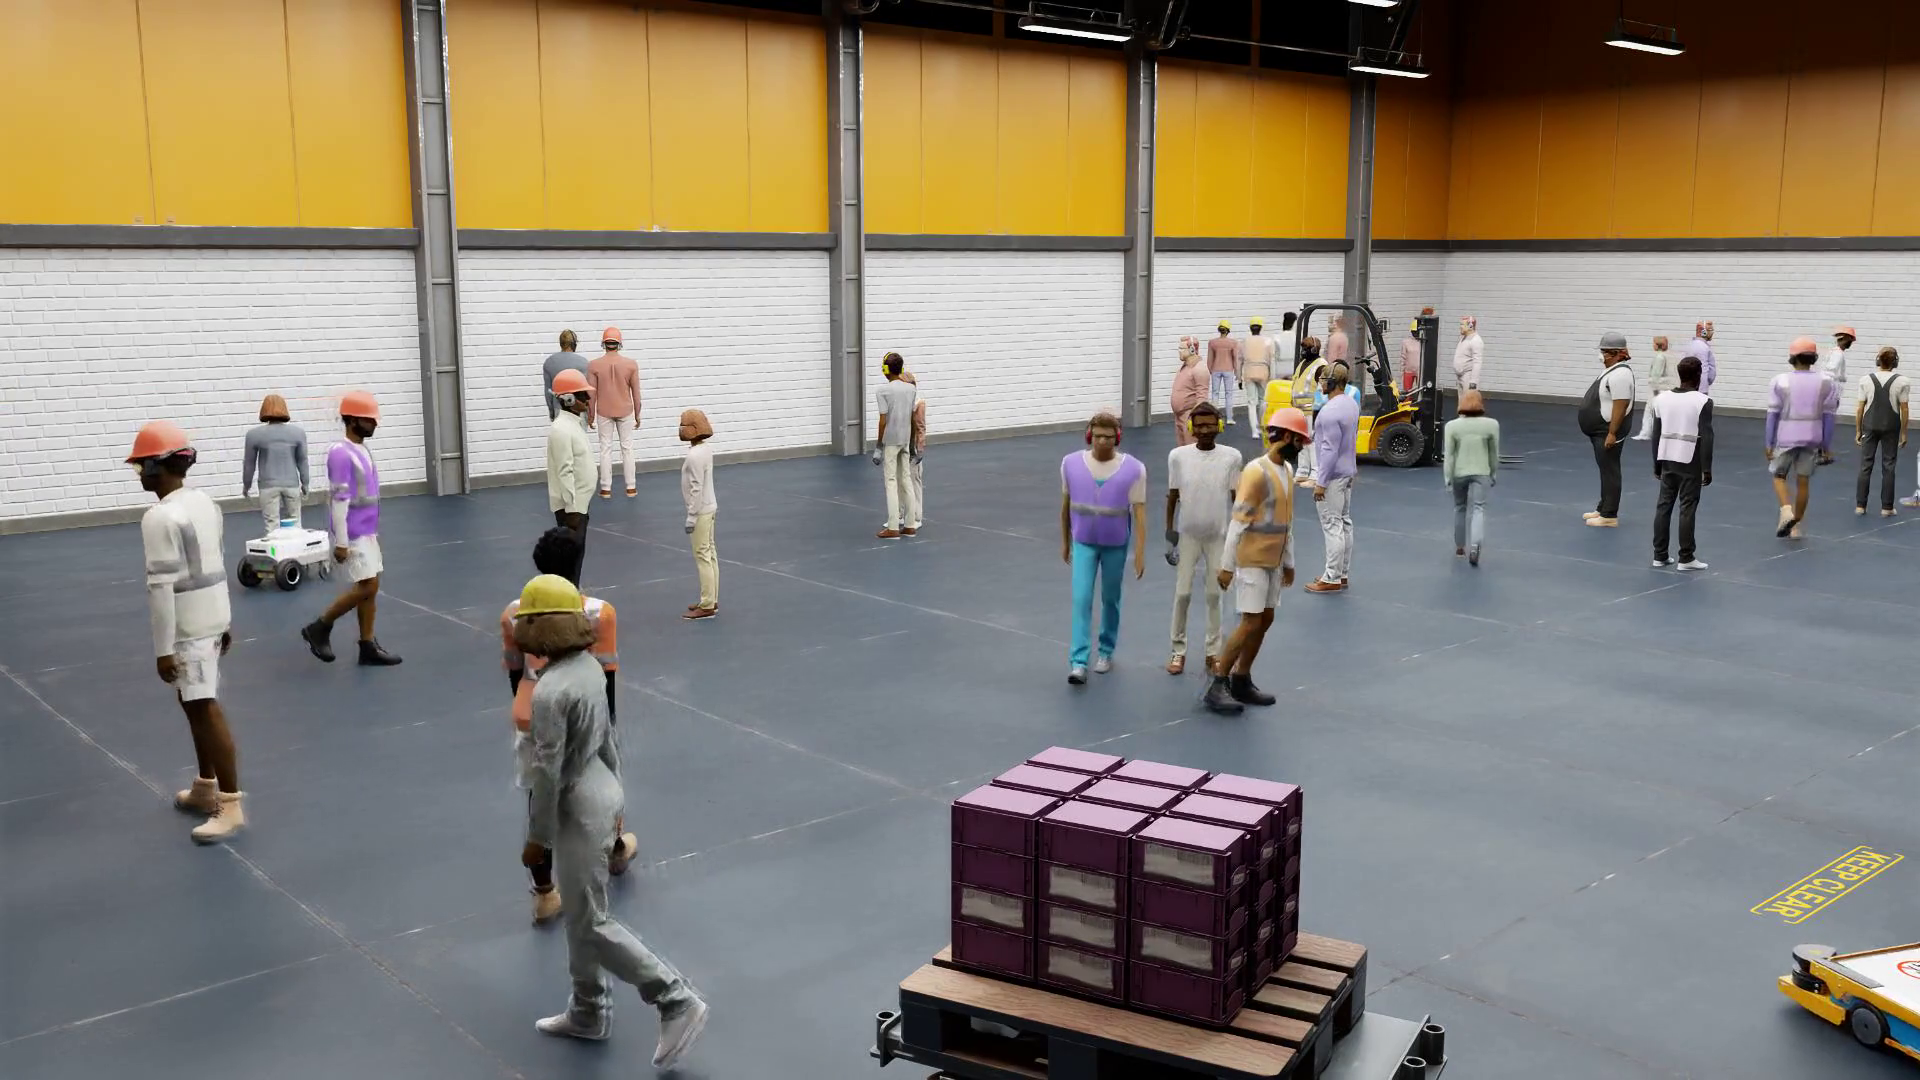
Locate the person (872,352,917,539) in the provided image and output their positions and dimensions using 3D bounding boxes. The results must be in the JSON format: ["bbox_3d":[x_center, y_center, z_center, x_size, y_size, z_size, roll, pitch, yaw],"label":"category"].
[{"bbox_3d":[-0.648,-0.937,16.587,0.534,1.864,0.310,-9,13,-42],"label":"person"}]

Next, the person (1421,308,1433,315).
[{"bbox_3d":[8.821,-3.471,31.510,0.371,1.834,0.696,2,10,10],"label":"person"}]

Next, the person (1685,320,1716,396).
[{"bbox_3d":[10.487,-2.152,23.575,0.401,1.910,0.640,2,10,10],"label":"person"}]

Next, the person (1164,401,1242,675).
[{"bbox_3d":[1.641,-0.010,11.193,0.529,1.860,0.343,1,10,7],"label":"person"}]

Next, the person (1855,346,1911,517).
[{"bbox_3d":[9.974,-1.170,18.007,0.506,1.846,0.345,7,12,36],"label":"person"}]

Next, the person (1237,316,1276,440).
[{"bbox_3d":[4.591,-2.517,25.794,0.606,1.871,0.962,2,10,10],"label":"person"}]

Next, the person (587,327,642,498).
[{"bbox_3d":[-4.030,-1.484,19.405,0.622,1.994,0.381,-3,10,-16],"label":"person"}]

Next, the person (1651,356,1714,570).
[{"bbox_3d":[6.493,-0.689,14.975,0.392,1.920,0.587,-6,11,-31],"label":"person"}]

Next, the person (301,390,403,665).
[{"bbox_3d":[-4.148,-0.069,11.339,0.559,1.919,0.551,0,10,-2],"label":"person"}]

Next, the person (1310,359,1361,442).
[{"bbox_3d":[4.303,-1.252,19.040,0.532,1.657,0.874,5,11,27],"label":"person"}]

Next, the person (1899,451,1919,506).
[{"bbox_3d":[10.880,-1.278,18.576,0.713,1.862,0.606,8,12,38],"label":"person"}]

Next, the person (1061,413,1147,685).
[{"bbox_3d":[0.927,0.065,10.925,0.586,1.784,0.990,2,10,11],"label":"person"}]

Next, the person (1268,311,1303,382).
[{"bbox_3d":[5.177,-2.667,26.502,0.635,1.939,0.468,-1,10,-8],"label":"person"}]

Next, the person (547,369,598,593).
[{"bbox_3d":[-2.828,-0.255,12.205,0.375,1.997,0.608,-1,10,-7],"label":"person"}]

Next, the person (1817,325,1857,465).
[{"bbox_3d":[11.795,-1.957,22.489,0.502,1.888,0.628,5,11,27],"label":"person"}]

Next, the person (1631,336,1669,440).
[{"bbox_3d":[10.642,-2.293,25.236,0.722,1.615,0.529,5,11,26],"label":"person"}]

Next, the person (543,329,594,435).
[{"bbox_3d":[-4.691,-1.562,20.026,0.636,1.939,0.362,3,10,19],"label":"person"}]

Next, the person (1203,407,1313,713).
[{"bbox_3d":[1.883,0.122,10.311,0.501,1.890,0.604,7,12,35],"label":"person"}]

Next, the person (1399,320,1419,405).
[{"bbox_3d":[7.562,-2.770,27.631,0.523,1.760,0.327,4,11,24],"label":"person"}]

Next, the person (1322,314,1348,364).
[{"bbox_3d":[6.111,-2.706,26.893,0.736,1.886,0.650,4,11,24],"label":"person"}]

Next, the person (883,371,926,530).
[{"bbox_3d":[-0.563,-0.923,17.165,0.511,1.640,0.308,8,13,39],"label":"person"}]

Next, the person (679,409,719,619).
[{"bbox_3d":[-2.038,-0.201,12.950,0.279,1.634,0.497,0,10,3],"label":"person"}]

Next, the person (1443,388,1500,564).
[{"bbox_3d":[4.707,-0.595,15.336,0.496,1.607,0.758,3,10,16],"label":"person"}]

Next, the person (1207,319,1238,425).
[{"bbox_3d":[4.402,-2.809,27.833,0.532,1.767,0.328,3,10,20],"label":"person"}]

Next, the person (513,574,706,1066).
[{"bbox_3d":[-1.243,0.972,5.841,0.648,1.712,0.501,0,10,2],"label":"person"}]

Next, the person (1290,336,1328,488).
[{"bbox_3d":[4.251,-1.560,20.301,0.429,1.844,0.627,-3,10,-18],"label":"person"}]

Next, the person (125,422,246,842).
[{"bbox_3d":[-3.784,0.446,8.142,0.545,2.015,0.754,-1,10,-3],"label":"person"}]

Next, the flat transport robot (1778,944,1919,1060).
[{"bbox_3d":[3.626,1.716,5.713,0.652,0.197,1.431,-3,10,-18],"label":"flat transport robot"}]

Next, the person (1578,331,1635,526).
[{"bbox_3d":[6.753,-1.168,17.422,0.539,2.000,0.689,3,10,17],"label":"person"}]

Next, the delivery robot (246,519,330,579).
[{"bbox_3d":[-5.757,0.067,14.260,0.477,0.478,0.707,4,10,21],"label":"delivery robot"}]

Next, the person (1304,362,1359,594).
[{"bbox_3d":[3.114,-0.515,13.897,0.372,1.940,0.627,5,11,29],"label":"person"}]

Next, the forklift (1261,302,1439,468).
[{"bbox_3d":[5.320,-2.157,22.763,2.313,2.155,1.214,3,10,16],"label":"forklift"}]

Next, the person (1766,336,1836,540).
[{"bbox_3d":[8.276,-0.986,16.407,0.624,2.031,0.559,3,10,15],"label":"person"}]

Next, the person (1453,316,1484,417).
[{"bbox_3d":[7.718,-2.457,25.363,0.401,1.910,0.640,0,10,-2],"label":"person"}]

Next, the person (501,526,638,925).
[{"bbox_3d":[-1.687,0.756,7.244,0.544,1.654,0.841,1,10,7],"label":"person"}]

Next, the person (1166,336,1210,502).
[{"bbox_3d":[2.616,-1.391,19.123,0.409,1.905,0.651,-2,10,-13],"label":"person"}]

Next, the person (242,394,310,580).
[{"bbox_3d":[-5.937,-0.454,14.455,0.516,1.626,0.371,-7,12,-35],"label":"person"}]
